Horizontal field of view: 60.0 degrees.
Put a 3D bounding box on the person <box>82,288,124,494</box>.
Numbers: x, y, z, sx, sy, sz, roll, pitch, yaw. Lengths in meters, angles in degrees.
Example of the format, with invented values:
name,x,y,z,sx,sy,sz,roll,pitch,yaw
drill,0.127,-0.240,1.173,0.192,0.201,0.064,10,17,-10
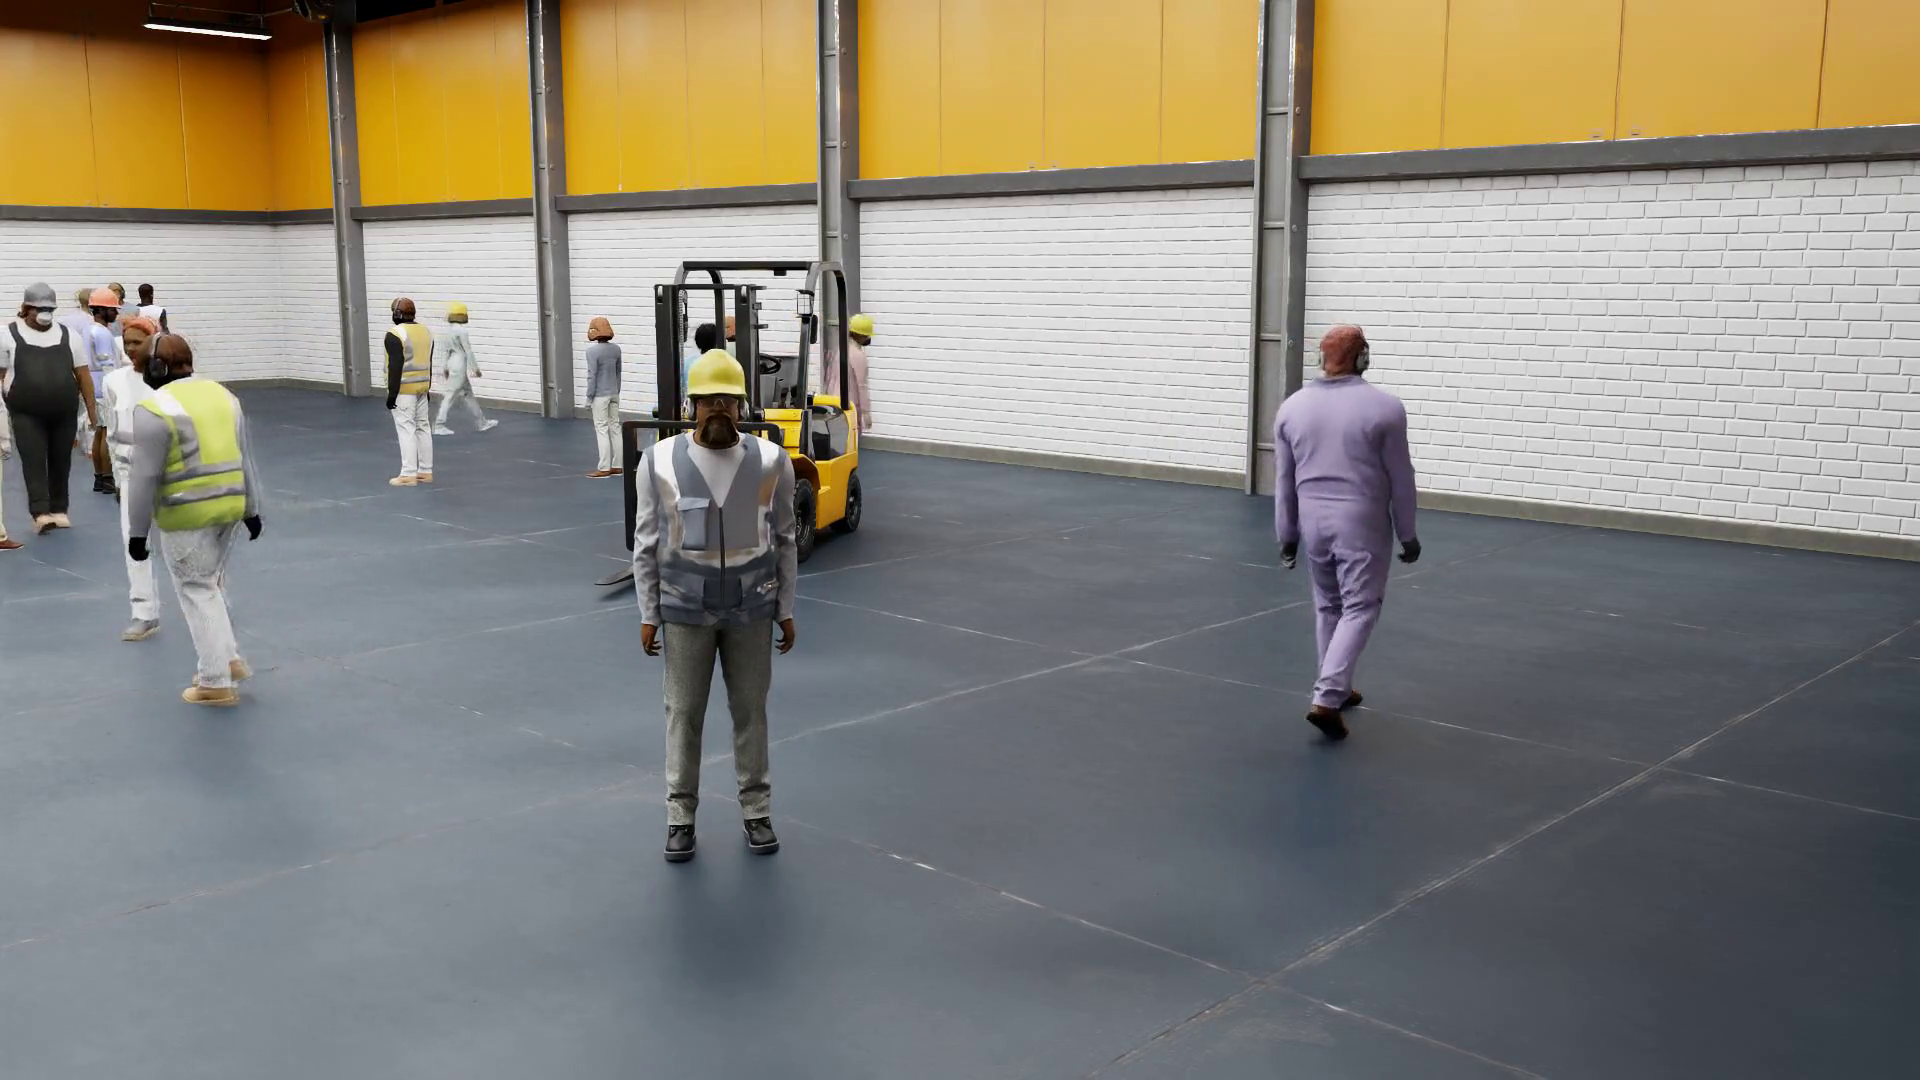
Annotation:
name,x,y,z,sx,sy,sz,roll,pitch,yaw
person,-8.066,-1.405,15.748,0.370,1.933,0.551,-8,12,-42

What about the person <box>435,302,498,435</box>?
name,x,y,z,sx,sy,sz,roll,pitch,yaw
person,-6.420,-2.212,21.445,0.934,1.691,0.493,-8,12,-39

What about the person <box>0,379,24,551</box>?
name,x,y,z,sx,sy,sz,roll,pitch,yaw
person,-7.370,-0.725,12.498,0.503,1.632,0.271,2,9,11

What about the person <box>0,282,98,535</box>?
name,x,y,z,sx,sy,sz,roll,pitch,yaw
person,-7.306,-1.069,13.366,0.704,2.000,0.820,-9,13,-43

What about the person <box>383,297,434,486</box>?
name,x,y,z,sx,sy,sz,roll,pitch,yaw
person,-5.428,-1.454,16.336,0.429,1.842,0.636,3,10,17

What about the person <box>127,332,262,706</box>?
name,x,y,z,sx,sy,sz,roll,pitch,yaw
person,-3.741,-0.099,8.113,0.521,1.817,0.697,3,10,17

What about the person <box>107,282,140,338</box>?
name,x,y,z,sx,sy,sz,roll,pitch,yaw
person,-11.679,-2.609,23.140,0.627,1.934,0.372,-2,10,-13

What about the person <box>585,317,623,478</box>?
name,x,y,z,sx,sy,sz,roll,pitch,yaw
person,-3.625,-1.444,16.913,0.285,1.633,0.497,5,10,27

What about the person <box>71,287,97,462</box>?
name,x,y,z,sx,sy,sz,roll,pitch,yaw
person,-9.583,-1.809,18.250,0.508,1.927,0.627,-4,10,-23

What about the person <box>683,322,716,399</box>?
name,x,y,z,sx,sy,sz,roll,pitch,yaw
person,-2.133,-0.958,13.769,0.539,1.681,0.543,-9,13,-43

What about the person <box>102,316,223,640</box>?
name,x,y,z,sx,sy,sz,roll,pitch,yaw
person,-4.690,-0.390,9.788,0.584,1.858,0.860,0,9,2

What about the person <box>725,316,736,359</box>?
name,x,y,z,sx,sy,sz,roll,pitch,yaw
person,-2.362,-1.495,17.226,0.282,1.633,0.502,5,11,29

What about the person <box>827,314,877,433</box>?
name,x,y,z,sx,sy,sz,roll,pitch,yaw
person,-0.983,-1.149,14.809,0.488,1.725,0.543,-4,10,-25

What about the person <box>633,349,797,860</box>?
name,x,y,z,sx,sy,sz,roll,pitch,yaw
person,-0.873,0.234,5.999,0.590,1.837,0.404,-2,10,-14

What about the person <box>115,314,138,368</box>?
name,x,y,z,sx,sy,sz,roll,pitch,yaw
person,-9.623,-1.847,19.507,0.519,1.594,0.862,0,9,-3

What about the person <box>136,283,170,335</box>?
name,x,y,z,sx,sy,sz,roll,pitch,yaw
person,-11.356,-2.628,23.312,0.592,1.916,0.392,0,9,2

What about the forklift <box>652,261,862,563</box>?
name,x,y,z,sx,sy,sz,roll,pitch,yaw
forklift,-1.552,-1.040,12.721,1.214,2.155,2.313,2,9,11

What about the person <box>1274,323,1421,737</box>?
name,x,y,z,sx,sy,sz,roll,pitch,yaw
person,1.770,-0.058,7.670,0.645,1.878,0.829,9,13,42
